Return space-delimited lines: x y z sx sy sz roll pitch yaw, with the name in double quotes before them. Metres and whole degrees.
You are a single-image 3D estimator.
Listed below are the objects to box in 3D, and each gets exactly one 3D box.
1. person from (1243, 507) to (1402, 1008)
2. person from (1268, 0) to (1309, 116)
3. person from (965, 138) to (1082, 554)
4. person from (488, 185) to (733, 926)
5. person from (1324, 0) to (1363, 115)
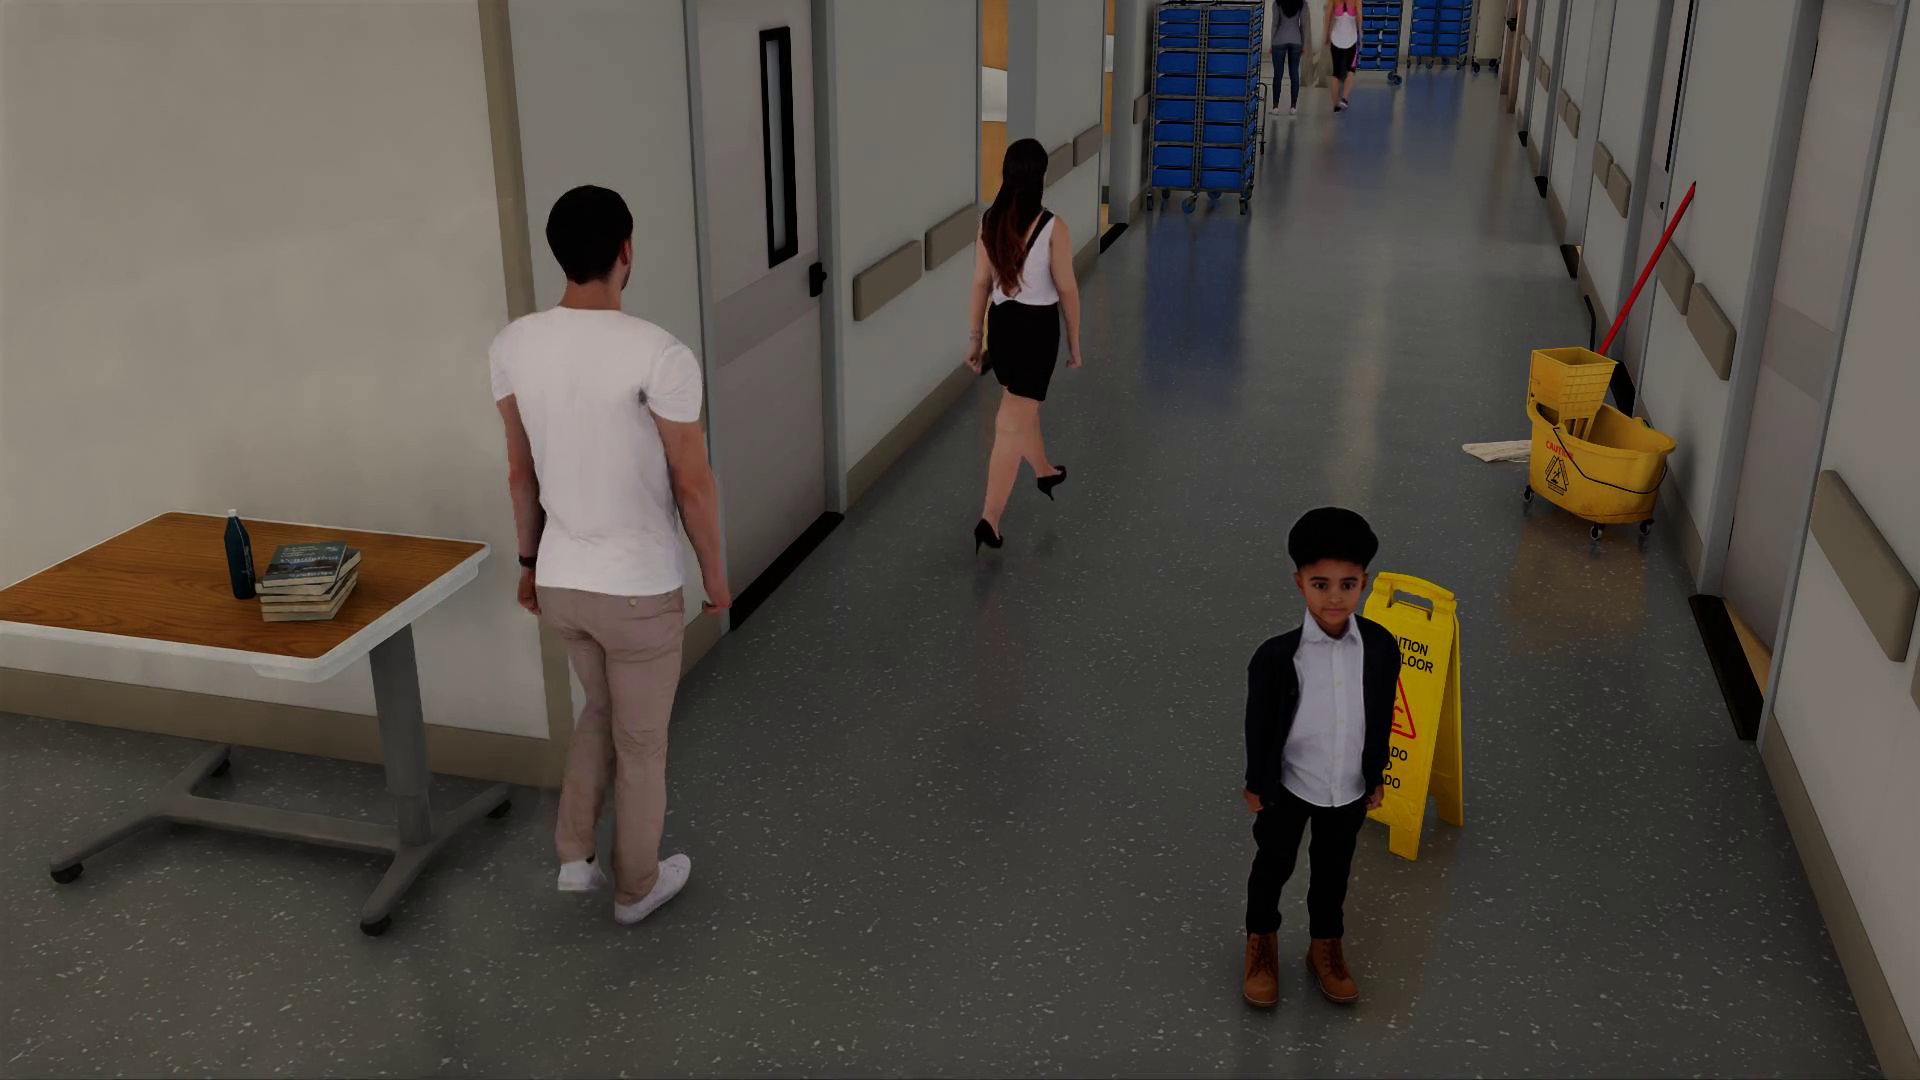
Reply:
"person" 0.833 0.507 3.885 0.560 1.226 0.565 -1 21 -3
"person" 4.164 -6.304 21.149 0.657 1.736 0.603 0 21 1
"person" 0.212 -0.718 6.589 0.732 1.603 1.136 10 23 25
"person" -0.883 0.127 3.975 0.724 1.874 0.730 9 22 22
"person" 4.831 -6.296 21.068 0.659 1.778 0.641 10 23 24
